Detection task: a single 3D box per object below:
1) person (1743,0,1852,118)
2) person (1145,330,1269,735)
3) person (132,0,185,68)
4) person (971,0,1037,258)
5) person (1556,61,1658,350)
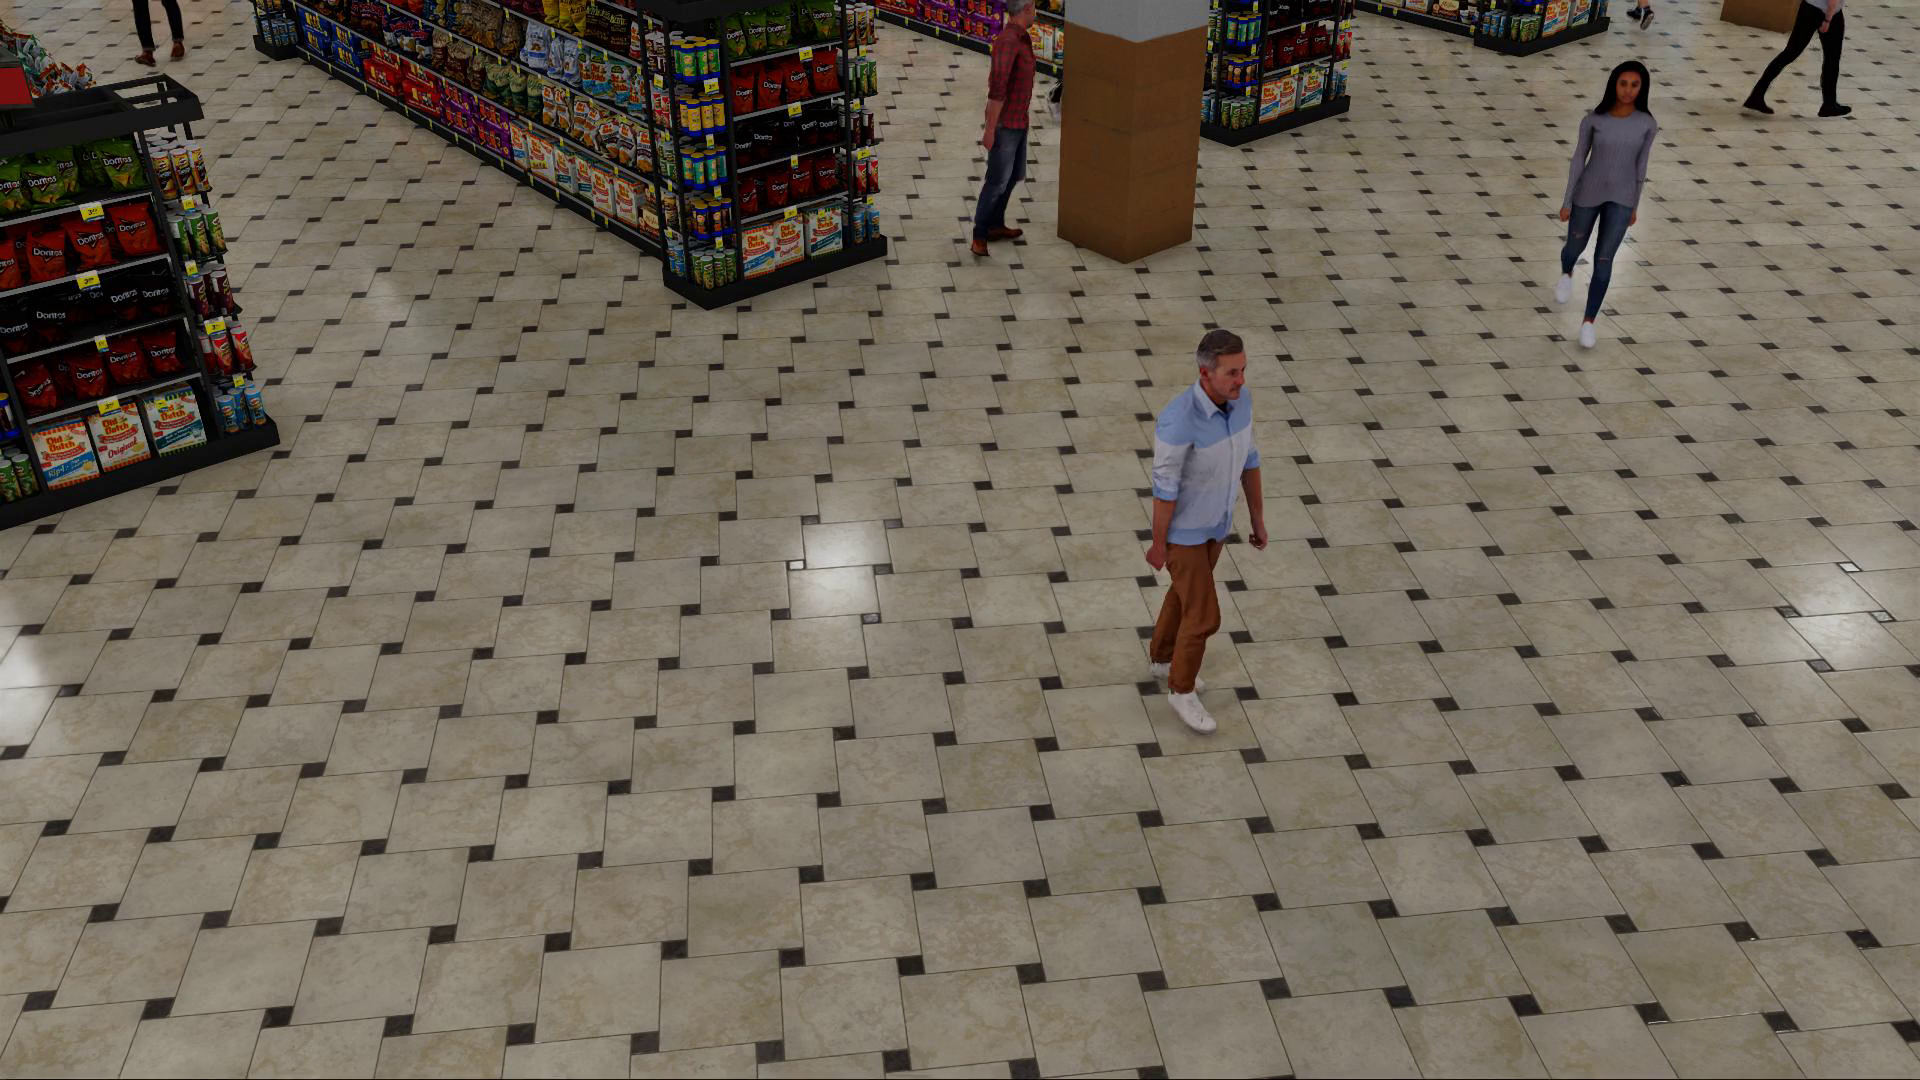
[{"bbox_3d":[7.178,-4.460,14.055,1.105,1.828,1.205,-5,32,-8],"label":"person"},{"bbox_3d":[0.937,-0.101,7.074,0.782,1.804,0.754,24,39,33],"label":"person"},{"bbox_3d":[-7.599,-5.411,15.622,1.065,1.788,1.193,-3,32,-5],"label":"person"},{"bbox_3d":[0.270,-2.890,11.559,0.944,1.801,0.963,14,35,21],"label":"person"},{"bbox_3d":[4.023,-2.147,10.455,1.126,1.705,1.068,9,33,15],"label":"person"}]
